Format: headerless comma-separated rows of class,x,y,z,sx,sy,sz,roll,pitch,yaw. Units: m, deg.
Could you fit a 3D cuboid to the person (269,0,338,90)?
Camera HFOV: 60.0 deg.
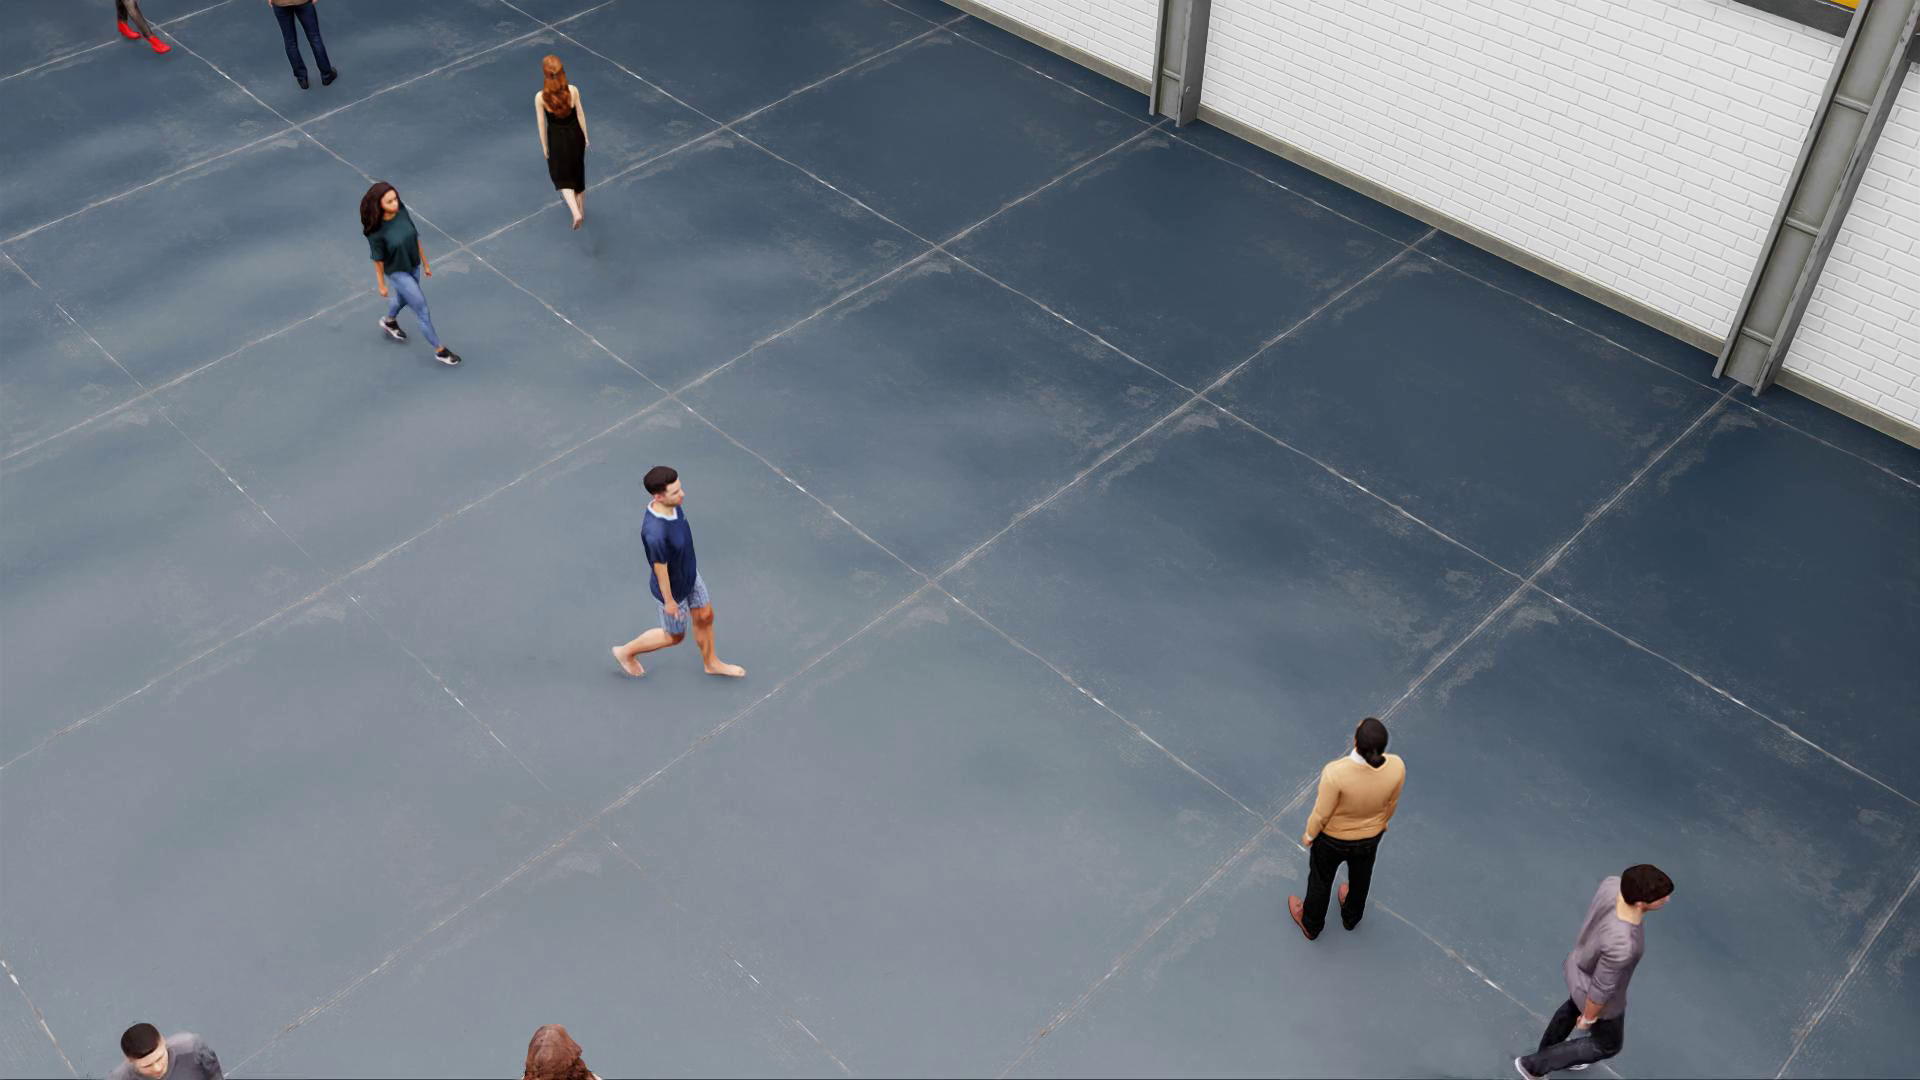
person,-6.616,-5.376,16.419,0.743,1.889,0.755,-9,44,-10

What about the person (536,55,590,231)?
person,-3.434,-3.444,14.597,0.728,1.606,0.917,-19,47,-19

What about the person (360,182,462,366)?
person,-4.501,-2.155,13.262,1.156,1.581,0.828,19,47,19

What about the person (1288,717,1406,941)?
person,2.144,1.599,9.196,0.753,1.754,0.763,-9,44,-9

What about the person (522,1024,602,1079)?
person,-1.817,2.916,7.837,1.033,1.721,1.093,0,44,0

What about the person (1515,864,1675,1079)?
person,3.163,2.225,8.475,0.883,1.841,0.835,5,44,6

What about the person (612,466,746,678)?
person,-1.894,0.253,10.559,1.165,1.823,1.036,5,44,5

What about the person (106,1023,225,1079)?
person,-3.769,2.738,8.025,1.033,1.719,0.624,34,53,31
